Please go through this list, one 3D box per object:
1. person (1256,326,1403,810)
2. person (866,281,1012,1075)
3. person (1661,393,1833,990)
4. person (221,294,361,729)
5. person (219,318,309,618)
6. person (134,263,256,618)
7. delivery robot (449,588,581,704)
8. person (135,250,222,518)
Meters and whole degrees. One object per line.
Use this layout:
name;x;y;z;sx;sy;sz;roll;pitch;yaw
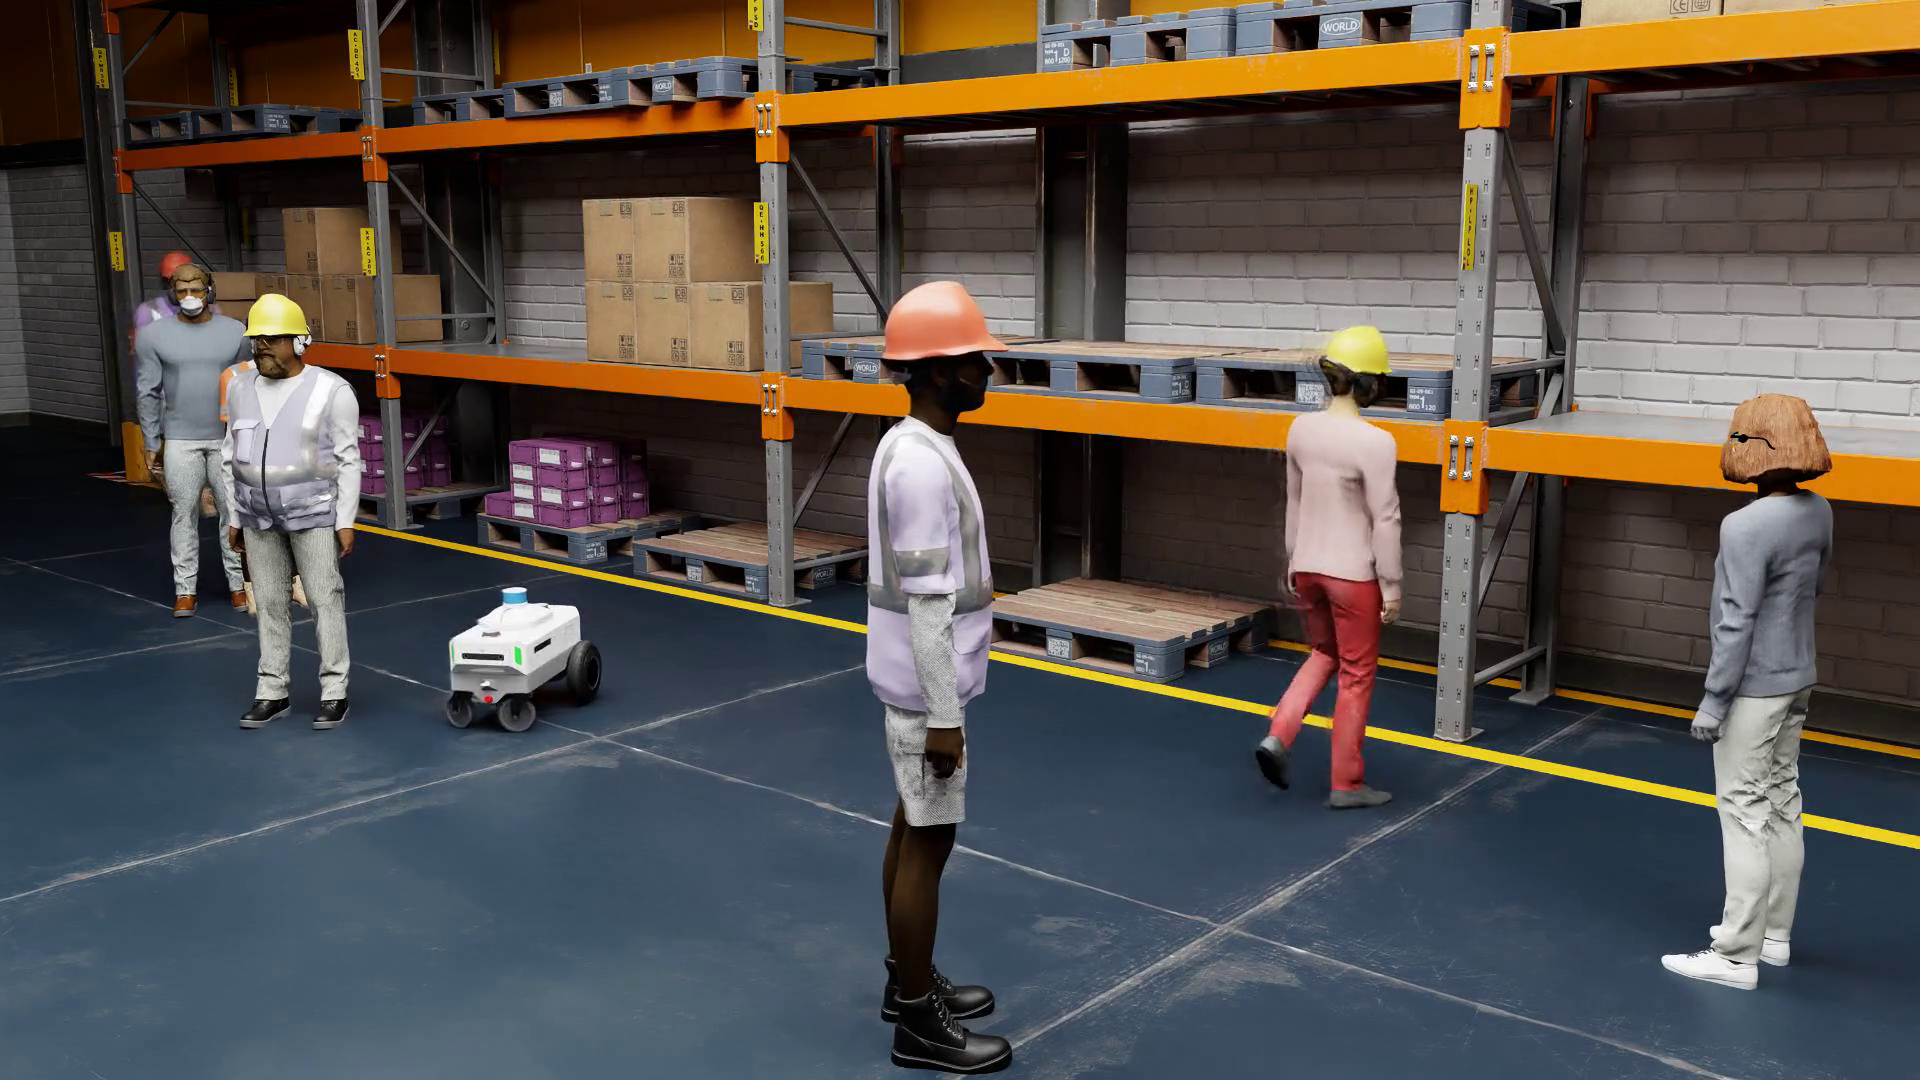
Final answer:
person;1.346;0.117;5.934;0.416;1.754;0.543;-6;12;-30
person;-0.055;0.339;4.130;0.353;1.942;0.546;-1;10;-5
person;2.185;0.415;4.575;0.500;1.633;0.282;-8;13;-40
person;-2.822;-0.110;6.998;0.586;1.833;0.403;1;10;5
person;-3.801;-0.427;9.203;0.317;1.690;0.540;8;13;40
person;-4.172;-0.546;9.177;0.638;1.938;0.357;-5;11;-26
delivery robot;-1.912;0.450;7.180;0.477;0.478;0.707;1;10;8
person;-5.892;-1.179;12.582;0.664;2.014;0.722;-9;13;-42
